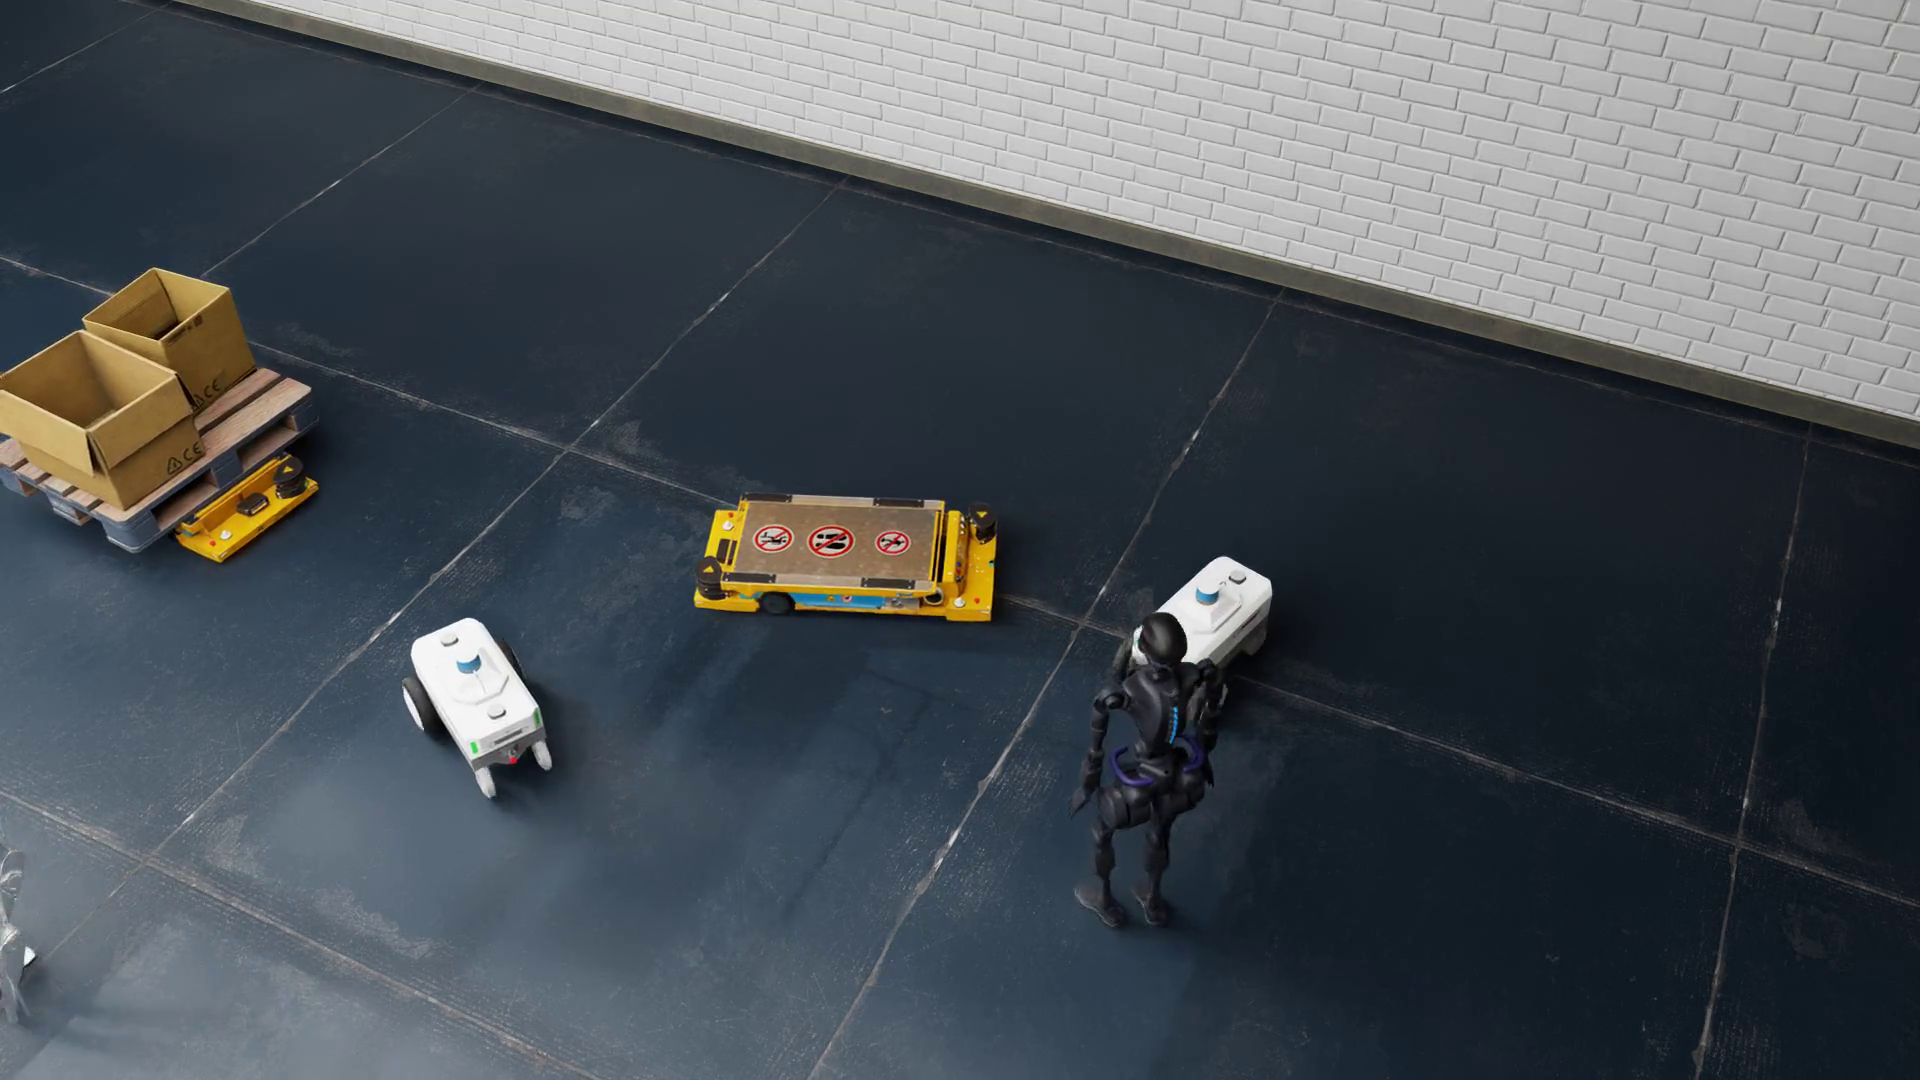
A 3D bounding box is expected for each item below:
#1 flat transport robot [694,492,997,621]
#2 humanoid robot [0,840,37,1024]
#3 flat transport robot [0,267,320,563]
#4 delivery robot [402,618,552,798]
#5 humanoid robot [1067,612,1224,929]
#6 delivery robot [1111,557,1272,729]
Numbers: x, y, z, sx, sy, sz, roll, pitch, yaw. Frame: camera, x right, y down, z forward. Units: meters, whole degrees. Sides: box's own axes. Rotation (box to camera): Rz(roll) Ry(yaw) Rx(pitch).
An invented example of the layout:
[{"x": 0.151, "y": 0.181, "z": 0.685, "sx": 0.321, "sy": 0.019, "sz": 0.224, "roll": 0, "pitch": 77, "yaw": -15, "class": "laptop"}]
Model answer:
[{"x": -0.545, "y": 0.082, "z": 8.166, "sx": 1.431, "sy": 0.231, "sz": 0.659, "roll": 2, "pitch": 43, "yaw": 3, "class": "flat transport robot"}, {"x": -3.692, "y": 1.151, "z": 6.006, "sx": 0.536, "sy": 1.877, "sz": 0.732, "roll": 31, "pitch": 51, "yaw": 29, "class": "humanoid robot"}, {"x": -4.109, "y": -0.369, "z": 8.653, "sx": 1.431, "sy": 0.231, "sz": 0.659, "roll": 22, "pitch": 47, "yaw": 22, "class": "flat transport robot"}, {"x": -2.107, "y": 0.695, "z": 7.287, "sx": 0.499, "sy": 0.583, "sz": 0.774, "roll": -25, "pitch": 49, "yaw": -25, "class": "delivery robot"}, {"x": 0.706, "y": 0.885, "z": 6.260, "sx": 0.591, "sy": 1.653, "sz": 0.326, "roll": -15, "pitch": 45, "yaw": -15, "class": "humanoid robot"}, {"x": 1.099, "y": 0.418, "z": 7.584, "sx": 0.499, "sy": 0.581, "sz": 0.774, "roll": 31, "pitch": 51, "yaw": 29, "class": "delivery robot"}]
